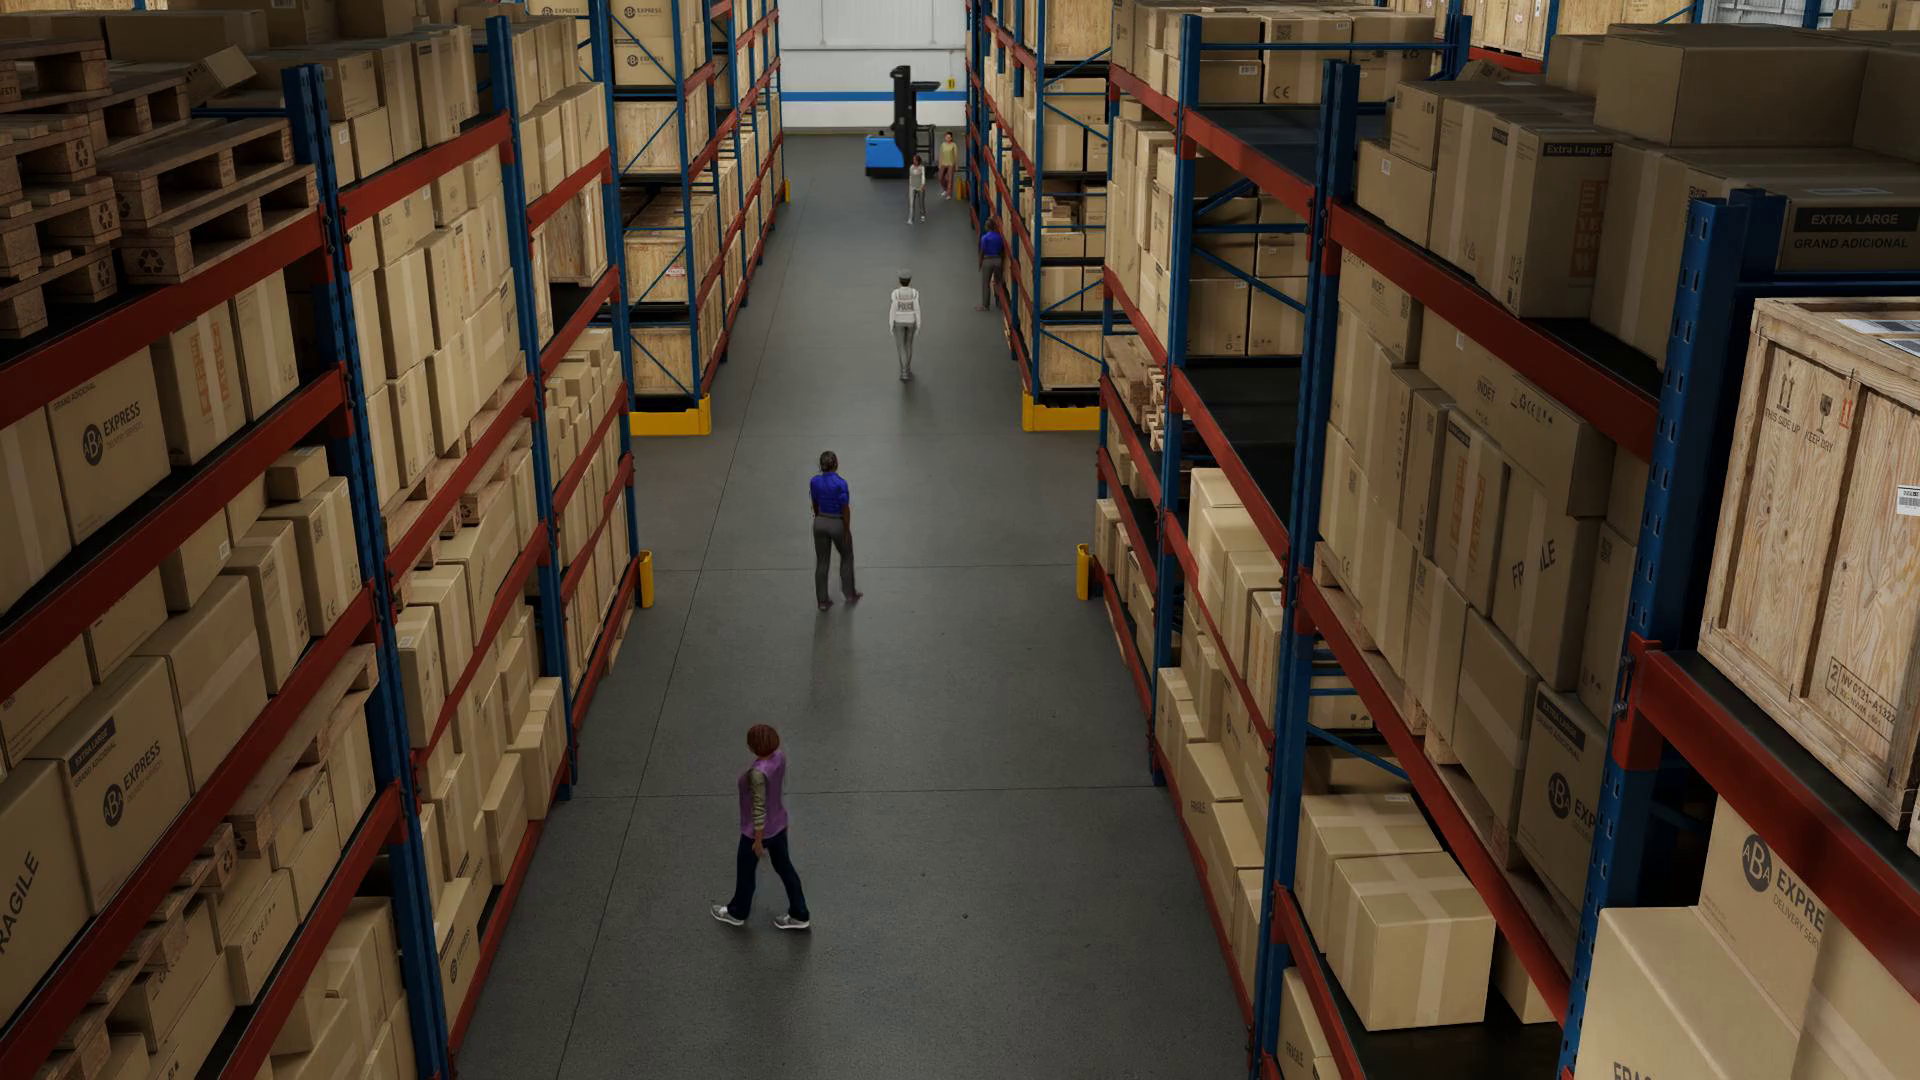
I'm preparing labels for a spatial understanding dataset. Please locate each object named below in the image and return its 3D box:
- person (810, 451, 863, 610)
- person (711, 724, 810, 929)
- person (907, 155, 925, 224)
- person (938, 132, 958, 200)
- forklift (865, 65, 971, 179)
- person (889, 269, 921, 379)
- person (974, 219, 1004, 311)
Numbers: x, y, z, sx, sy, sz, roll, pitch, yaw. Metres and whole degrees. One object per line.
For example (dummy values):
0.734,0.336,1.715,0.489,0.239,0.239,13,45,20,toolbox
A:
-1.290,-0.130,16.968,0.462,1.657,0.628,7,21,17,person
-1.402,1.967,11.465,0.732,1.589,0.428,9,22,23,person
-0.996,-8.126,38.510,0.421,1.559,0.903,4,21,11,person
-0.275,-9.458,41.942,0.508,1.672,0.550,6,21,16,person
-1.049,-11.413,45.421,3.031,2.941,1.121,1,21,4,forklift
-0.880,-3.346,25.572,0.481,1.683,0.746,-7,22,-18,person
0.585,-4.927,29.846,0.527,1.656,0.535,-9,22,-22,person
